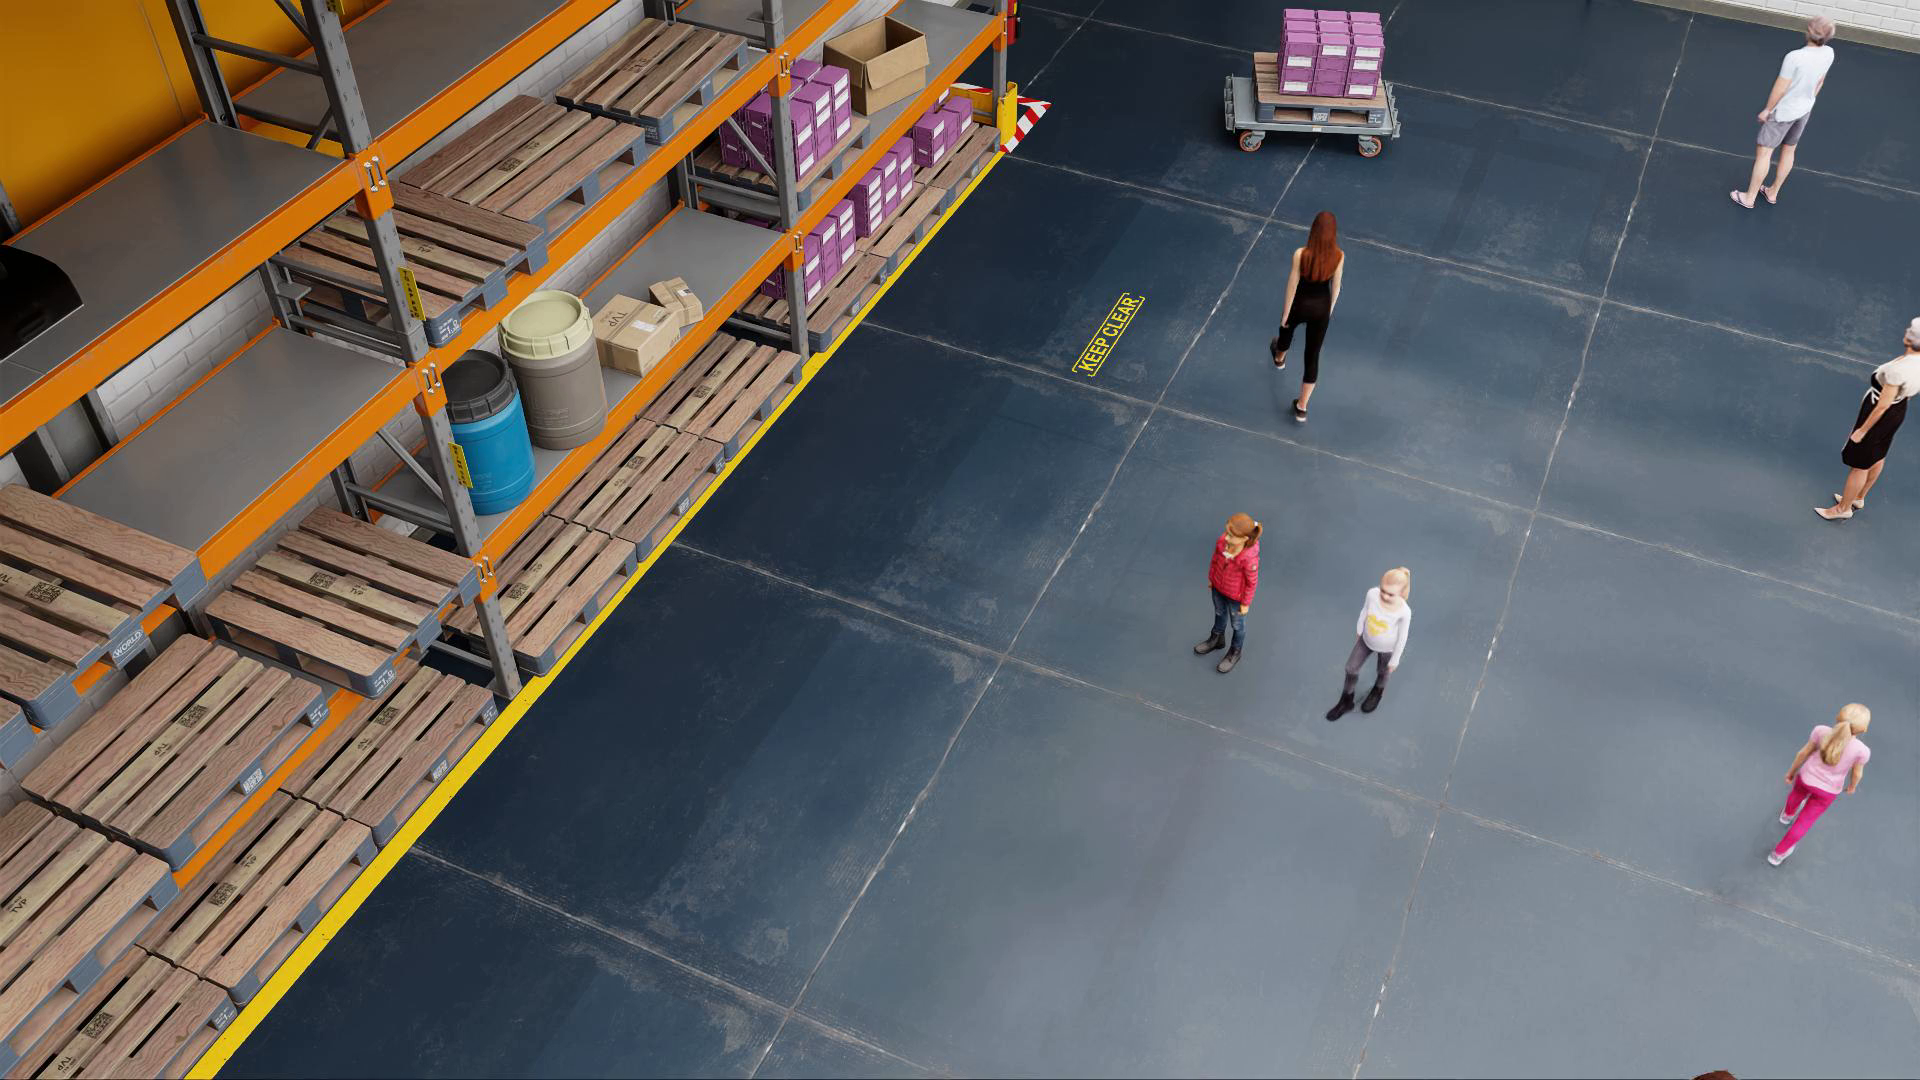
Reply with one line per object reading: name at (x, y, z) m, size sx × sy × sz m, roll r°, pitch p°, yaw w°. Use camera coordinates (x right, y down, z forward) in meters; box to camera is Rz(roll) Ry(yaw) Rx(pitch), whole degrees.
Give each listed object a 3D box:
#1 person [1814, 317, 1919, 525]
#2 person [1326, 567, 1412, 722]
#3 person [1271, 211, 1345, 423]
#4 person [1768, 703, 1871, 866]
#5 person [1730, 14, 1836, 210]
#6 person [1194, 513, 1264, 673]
person at (6.548, -0.834, 11.810) m, size 0.651 × 1.754 × 0.764 m, roll -24°, pitch 49°, yaw -23°
person at (2.721, 0.617, 10.643) m, size 0.621 × 1.263 × 0.754 m, roll 32°, pitch 52°, yaw 29°
person at (2.683, -1.682, 12.752) m, size 0.878 × 1.683 × 1.202 m, roll 1°, pitch 44°, yaw 1°
person at (5.022, 1.458, 9.766) m, size 0.847 × 1.254 × 0.676 m, roll -31°, pitch 51°, yaw -28°
person at (7.433, -3.834, 14.902) m, size 0.733 × 1.832 × 0.775 m, roll -11°, pitch 45°, yaw -11°
person at (1.789, 0.322, 10.914) m, size 0.603 × 1.317 × 0.587 m, roll -28°, pitch 50°, yaw -26°
